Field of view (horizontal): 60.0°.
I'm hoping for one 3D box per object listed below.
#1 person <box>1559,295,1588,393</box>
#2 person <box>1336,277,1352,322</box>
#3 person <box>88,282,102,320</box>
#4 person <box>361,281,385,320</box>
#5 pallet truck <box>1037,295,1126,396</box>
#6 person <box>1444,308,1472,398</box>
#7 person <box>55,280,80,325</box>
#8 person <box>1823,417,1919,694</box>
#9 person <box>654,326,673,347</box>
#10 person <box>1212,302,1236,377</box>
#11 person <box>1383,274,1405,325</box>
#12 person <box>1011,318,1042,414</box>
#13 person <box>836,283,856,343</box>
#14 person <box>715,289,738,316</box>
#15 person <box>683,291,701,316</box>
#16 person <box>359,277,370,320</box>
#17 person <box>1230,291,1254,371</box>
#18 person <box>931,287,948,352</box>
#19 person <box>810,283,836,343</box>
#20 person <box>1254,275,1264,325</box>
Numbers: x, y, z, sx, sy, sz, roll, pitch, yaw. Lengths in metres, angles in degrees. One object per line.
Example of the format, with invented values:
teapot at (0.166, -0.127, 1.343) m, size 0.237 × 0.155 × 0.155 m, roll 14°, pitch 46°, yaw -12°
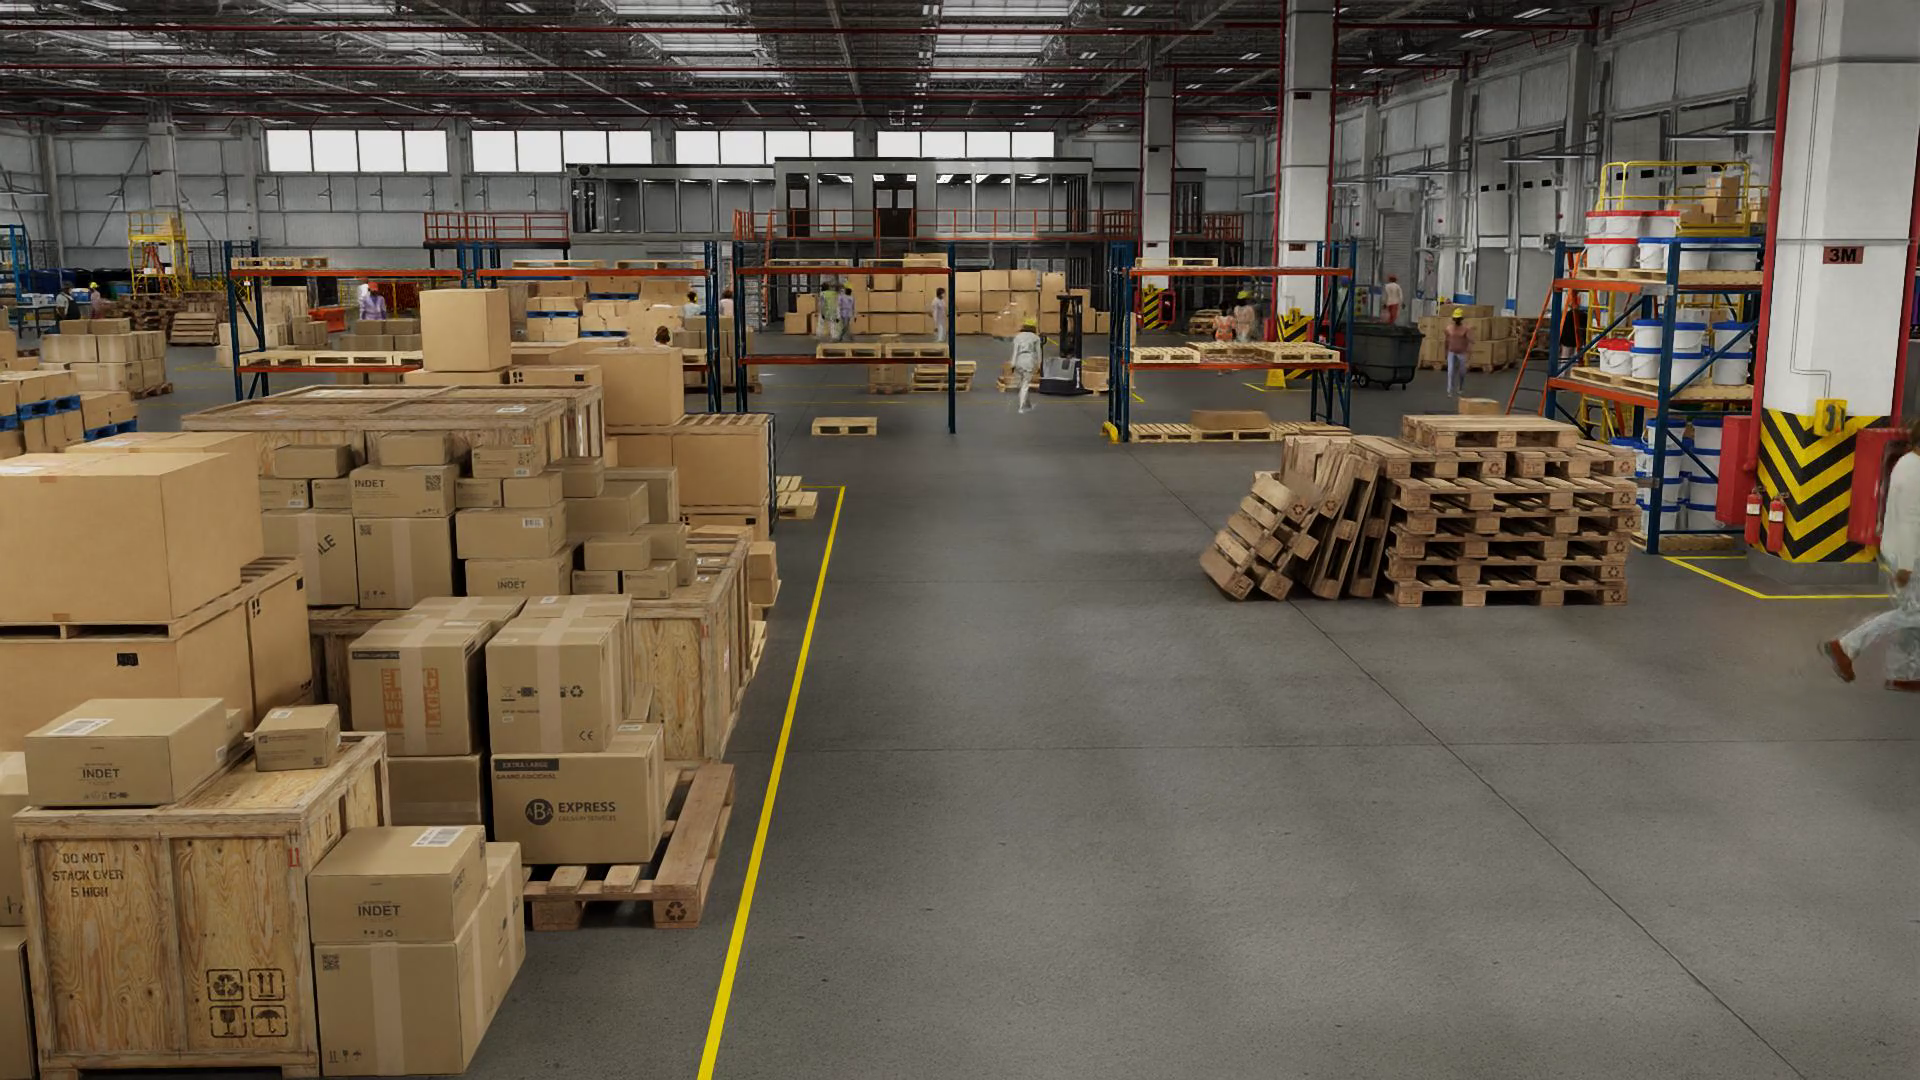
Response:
person at (12.316, -3.939, 33.436) m, size 0.608 × 1.987 × 0.402 m, roll 1°, pitch 10°, yaw 6°
person at (11.976, -7.247, 52.051) m, size 0.639 × 1.905 × 0.937 m, roll 9°, pitch 14°, yaw 43°
person at (-27.608, -7.347, 53.062) m, size 0.528 × 1.750 × 0.524 m, roll 7°, pitch 12°, yaw 33°
person at (-14.911, -5.571, 42.353) m, size 0.614 × 2.038 × 0.396 m, roll -9°, pitch 13°, yaw -40°
pallet truck at (2.483, -3.881, 33.060) m, size 1.885 × 1.965 × 0.823 m, roll -7°, pitch 13°, yaw -36°
person at (9.773, -3.677, 32.652) m, size 0.528 × 1.746 × 0.736 m, roll 4°, pitch 11°, yaw 23°
person at (-23.283, -5.769, 43.459) m, size 0.535 × 2.000 × 0.692 m, roll -1°, pitch 10°, yaw -6°
person at (6.265, 0.100, 11.120) m, size 0.636 × 1.924 × 0.634 m, roll 6°, pitch 12°, yaw 28°
person at (-4.211, -2.126, 23.707) m, size 0.506 × 1.845 × 0.344 m, roll -3°, pitch 11°, yaw -15°
person at (5.949, -4.524, 37.514) m, size 0.553 × 1.683 × 0.372 m, roll 1°, pitch 10°, yaw 6°
person at (14.432, -7.850, 55.278) m, size 0.585 × 1.965 × 0.667 m, roll -9°, pitch 13°, yaw -41°
person at (1.175, -3.078, 29.440) m, size 0.514 × 1.688 × 0.924 m, roll 5°, pitch 11°, yaw 26°
person at (-3.248, -6.416, 47.574) m, size 1.007 × 1.870 × 0.587 m, roll 7°, pitch 13°, yaw 36°
person at (-5.954, -5.489, 42.492) m, size 0.648 × 1.824 × 0.453 m, roll -5°, pitch 11°, yaw -24°
person at (-6.345, -5.018, 39.811) m, size 0.553 × 1.847 × 0.616 m, roll 4°, pitch 11°, yaw 21°
person at (-20.265, -8.099, 56.992) m, size 0.600 × 1.833 × 0.971 m, roll 2°, pitch 10°, yaw 9°
person at (6.726, -4.947, 39.312) m, size 0.899 × 1.896 × 0.595 m, roll -8°, pitch 13°, yaw -36°
person at (-0.481, -5.243, 40.851) m, size 0.397 × 1.933 × 0.630 m, roll 4°, pitch 11°, yaw 20°
person at (-4.064, -6.769, 49.704) m, size 0.948 × 1.797 × 0.629 m, roll 9°, pitch 14°, yaw 41°
person at (10.924, -8.847, 60.922) m, size 0.373 × 1.928 × 0.543 m, roll 5°, pitch 12°, yaw 28°
